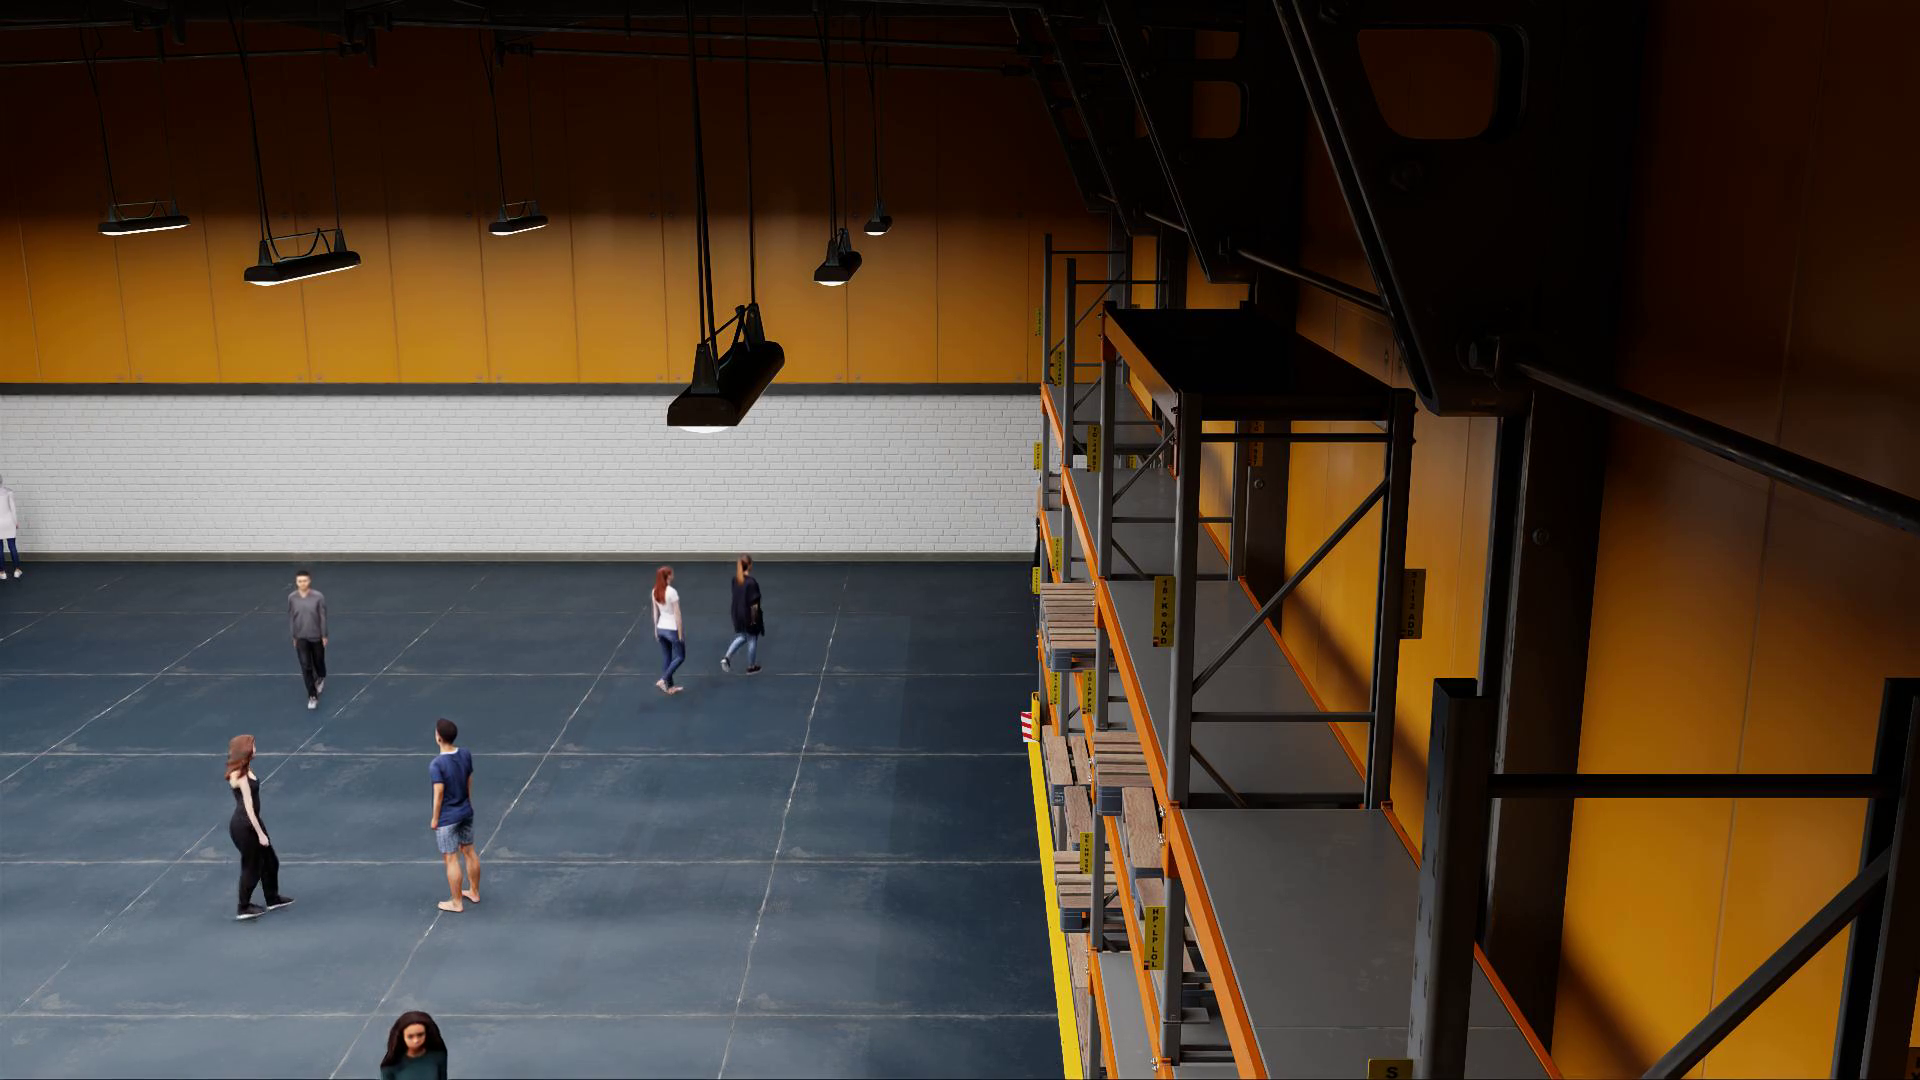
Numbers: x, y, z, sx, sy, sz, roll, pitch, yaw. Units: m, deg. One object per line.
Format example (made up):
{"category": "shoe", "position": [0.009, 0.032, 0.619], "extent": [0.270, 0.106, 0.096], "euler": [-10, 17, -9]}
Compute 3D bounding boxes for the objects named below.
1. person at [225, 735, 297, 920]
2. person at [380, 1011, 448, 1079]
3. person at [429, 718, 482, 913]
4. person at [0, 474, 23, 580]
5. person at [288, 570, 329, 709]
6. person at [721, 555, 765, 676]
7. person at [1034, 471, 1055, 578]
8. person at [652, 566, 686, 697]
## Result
{"category": "person", "position": [-6.637, 2.660, 15.345], "extent": [0.763, 1.720, 0.742], "euler": [-2, 14, -10]}
{"category": "person", "position": [-3.569, 3.807, 10.890], "extent": [0.867, 1.586, 1.167], "euler": [-5, 15, -21]}
{"category": "person", "position": [-4.712, 2.553, 15.512], "extent": [0.775, 1.850, 0.674], "euler": [9, 16, 32]}
{"category": "person", "position": [-15.691, -0.252, 27.253], "extent": [0.690, 1.776, 0.706], "euler": [-9, 16, -32]}
{"category": "person", "position": [-8.292, 1.231, 21.209], "extent": [0.804, 1.738, 1.118], "euler": [-4, 14, -15]}
{"category": "person", "position": [-2.911, 1.036, 22.159], "extent": [0.911, 1.669, 0.997], "euler": [11, 17, 38]}
{"category": "person", "position": [1.420, -0.274, 27.402], "extent": [0.809, 1.748, 0.691], "euler": [-8, 16, -30]}
{"category": "person", "position": [-3.782, 1.206, 21.326], "extent": [0.786, 1.731, 0.901], "euler": [8, 16, 30]}
